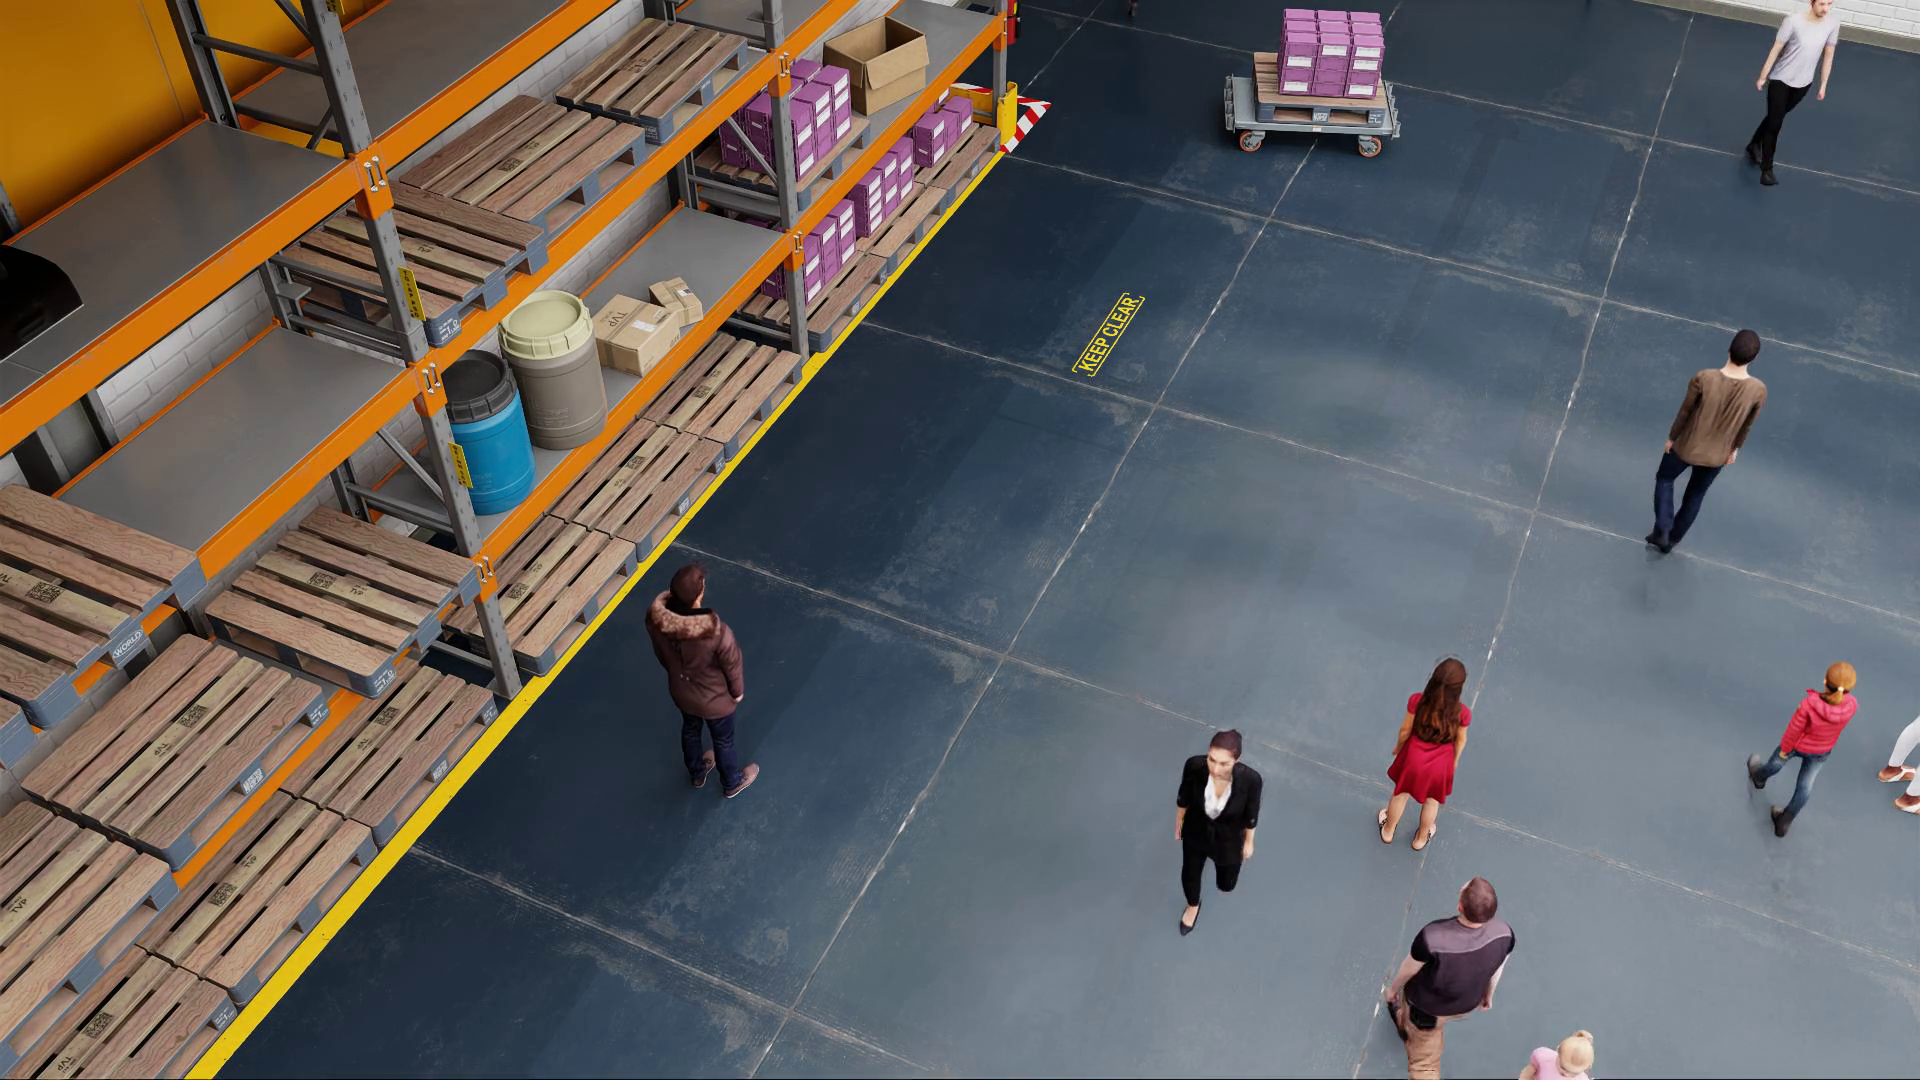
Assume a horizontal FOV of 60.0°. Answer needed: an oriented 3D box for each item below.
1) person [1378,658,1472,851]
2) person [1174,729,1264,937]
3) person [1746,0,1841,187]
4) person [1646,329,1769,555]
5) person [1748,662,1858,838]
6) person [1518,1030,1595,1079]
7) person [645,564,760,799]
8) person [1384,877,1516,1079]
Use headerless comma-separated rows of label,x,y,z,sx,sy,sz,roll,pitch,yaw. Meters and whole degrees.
person,2.739,1.260,9.758,0.561,1.553,0.622,13,45,14
person,1.451,1.587,9.345,0.643,1.649,0.722,14,45,14
person,7.642,-4.265,15.359,1.006,1.826,1.241,1,44,1
person,5.116,-0.594,11.470,0.703,1.875,0.722,11,45,11
person,5.086,1.279,9.926,0.651,1.293,0.862,6,44,6
person,2.976,2.794,8.364,0.697,1.254,0.897,33,53,30
person,-1.549,0.858,9.967,0.736,1.847,0.631,19,47,19
person,2.456,2.381,8.403,1.120,1.800,1.279,-7,44,-7
